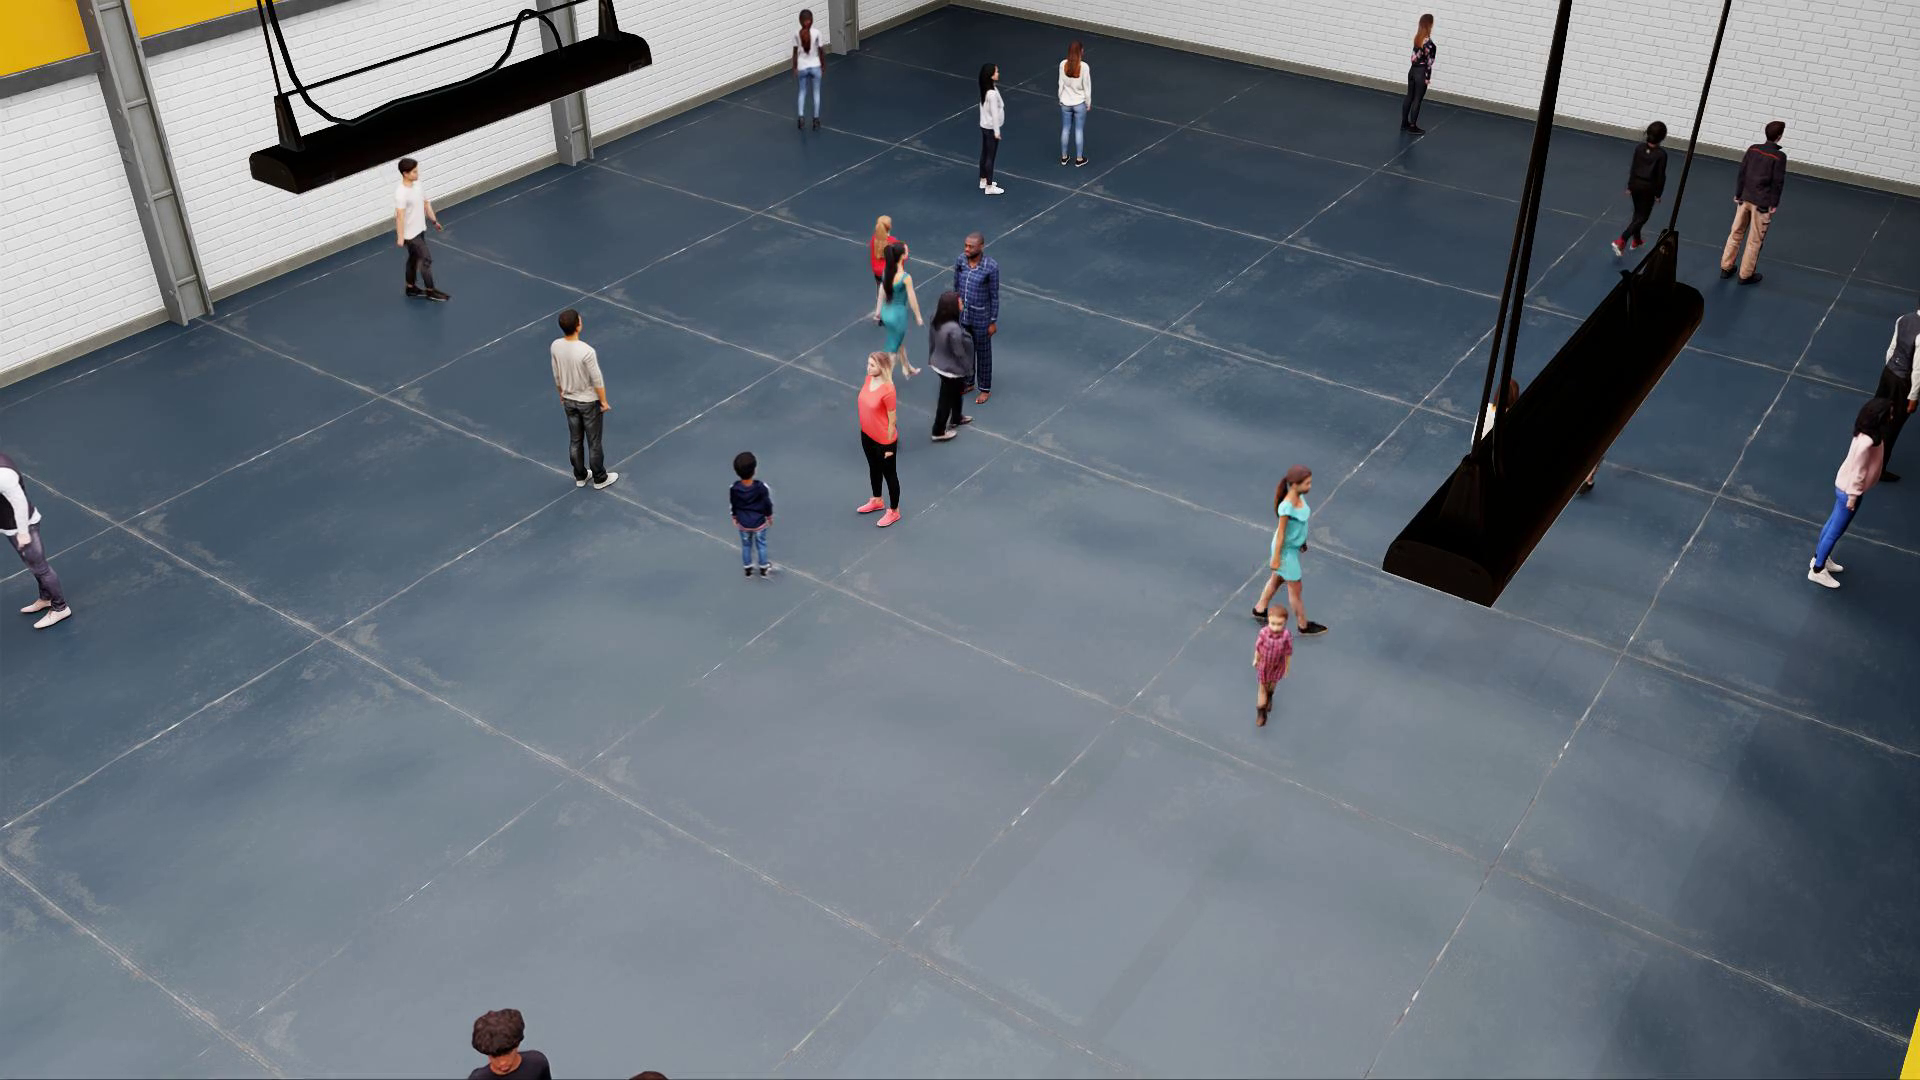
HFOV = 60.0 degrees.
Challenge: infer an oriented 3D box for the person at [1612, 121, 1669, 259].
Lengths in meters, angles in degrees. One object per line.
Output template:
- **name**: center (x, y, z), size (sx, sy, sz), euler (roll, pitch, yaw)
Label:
- **person**: center (8.151, -4.165, 19.890), size (1.109, 1.649, 0.840), euler (-21, 39, -28)

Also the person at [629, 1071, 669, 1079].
- **person**: center (-1.479, 3.326, 8.434), size (0.763, 1.854, 0.715), euler (-7, 34, -10)

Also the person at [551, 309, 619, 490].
- **person**: center (-3.519, -1.304, 15.438), size (0.713, 1.812, 0.634), euler (12, 35, 17)

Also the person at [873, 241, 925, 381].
- **person**: center (-0.729, -2.212, 16.943), size (0.945, 1.657, 0.723), euler (-28, 43, -35)

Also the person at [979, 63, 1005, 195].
- **person**: center (0.384, -5.373, 21.660), size (0.747, 1.700, 0.709), euler (-9, 35, -14)

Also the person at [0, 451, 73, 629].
- **person**: center (-7.722, -0.118, 13.645), size (0.690, 1.823, 0.745), euler (-25, 41, -33)

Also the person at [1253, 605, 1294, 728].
- **person**: center (2.421, 0.905, 12.843), size (0.595, 1.005, 0.753), euler (7, 34, 10)

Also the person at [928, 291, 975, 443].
- **person**: center (-0.176, -1.669, 16.198), size (0.914, 1.578, 0.852), euler (-14, 36, -20)

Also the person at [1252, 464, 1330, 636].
- **person**: center (2.626, 0.055, 13.644), size (0.724, 1.535, 0.873), euler (15, 36, 21)

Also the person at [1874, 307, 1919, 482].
- **person**: center (8.822, -1.473, 15.596), size (0.842, 1.919, 0.742), euler (-1, 34, -1)

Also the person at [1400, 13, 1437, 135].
- **person**: center (6.496, -6.605, 23.532), size (0.687, 1.681, 0.651), euler (-9, 35, -14)

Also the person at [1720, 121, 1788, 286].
- **person**: center (9.226, -3.920, 19.272), size (0.734, 1.924, 0.775), euler (-21, 39, -28)

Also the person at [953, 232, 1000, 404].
- **person**: center (0.157, -2.273, 16.886), size (0.674, 1.824, 0.592), euler (20, 38, 27)

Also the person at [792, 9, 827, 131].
- **person**: center (-2.128, -6.656, 23.575), size (0.725, 1.717, 0.772), euler (1, 34, 1)

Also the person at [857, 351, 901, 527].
- **person**: center (-0.713, -0.934, 14.988), size (0.622, 1.694, 0.649), euler (-23, 40, -31)

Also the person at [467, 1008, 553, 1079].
- **person**: center (-2.321, 3.136, 8.769), size (0.669, 1.799, 0.759), euler (-15, 36, -21)

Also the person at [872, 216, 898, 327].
- **person**: center (-0.850, -2.955, 18.410), size (0.549, 1.272, 0.584), euler (11, 35, 16)

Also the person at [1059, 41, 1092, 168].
- **person**: center (1.545, -5.899, 22.459), size (0.648, 1.692, 0.595), euler (15, 36, 21)

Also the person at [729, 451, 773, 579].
- **person**: center (-1.799, -0.207, 14.320), size (0.600, 1.223, 0.632), euler (3, 34, 5)

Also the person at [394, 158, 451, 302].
- **person**: center (-6.305, -3.538, 18.910), size (0.899, 1.690, 0.873), euler (2, 34, 2)

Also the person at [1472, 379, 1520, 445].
- **person**: center (4.677, -0.664, 14.592), size (0.605, 1.682, 0.526), euler (22, 40, 30)

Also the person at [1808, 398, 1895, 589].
- **person**: center (7.587, -0.435, 14.169), size (0.729, 1.769, 0.509), euler (17, 37, 24)
